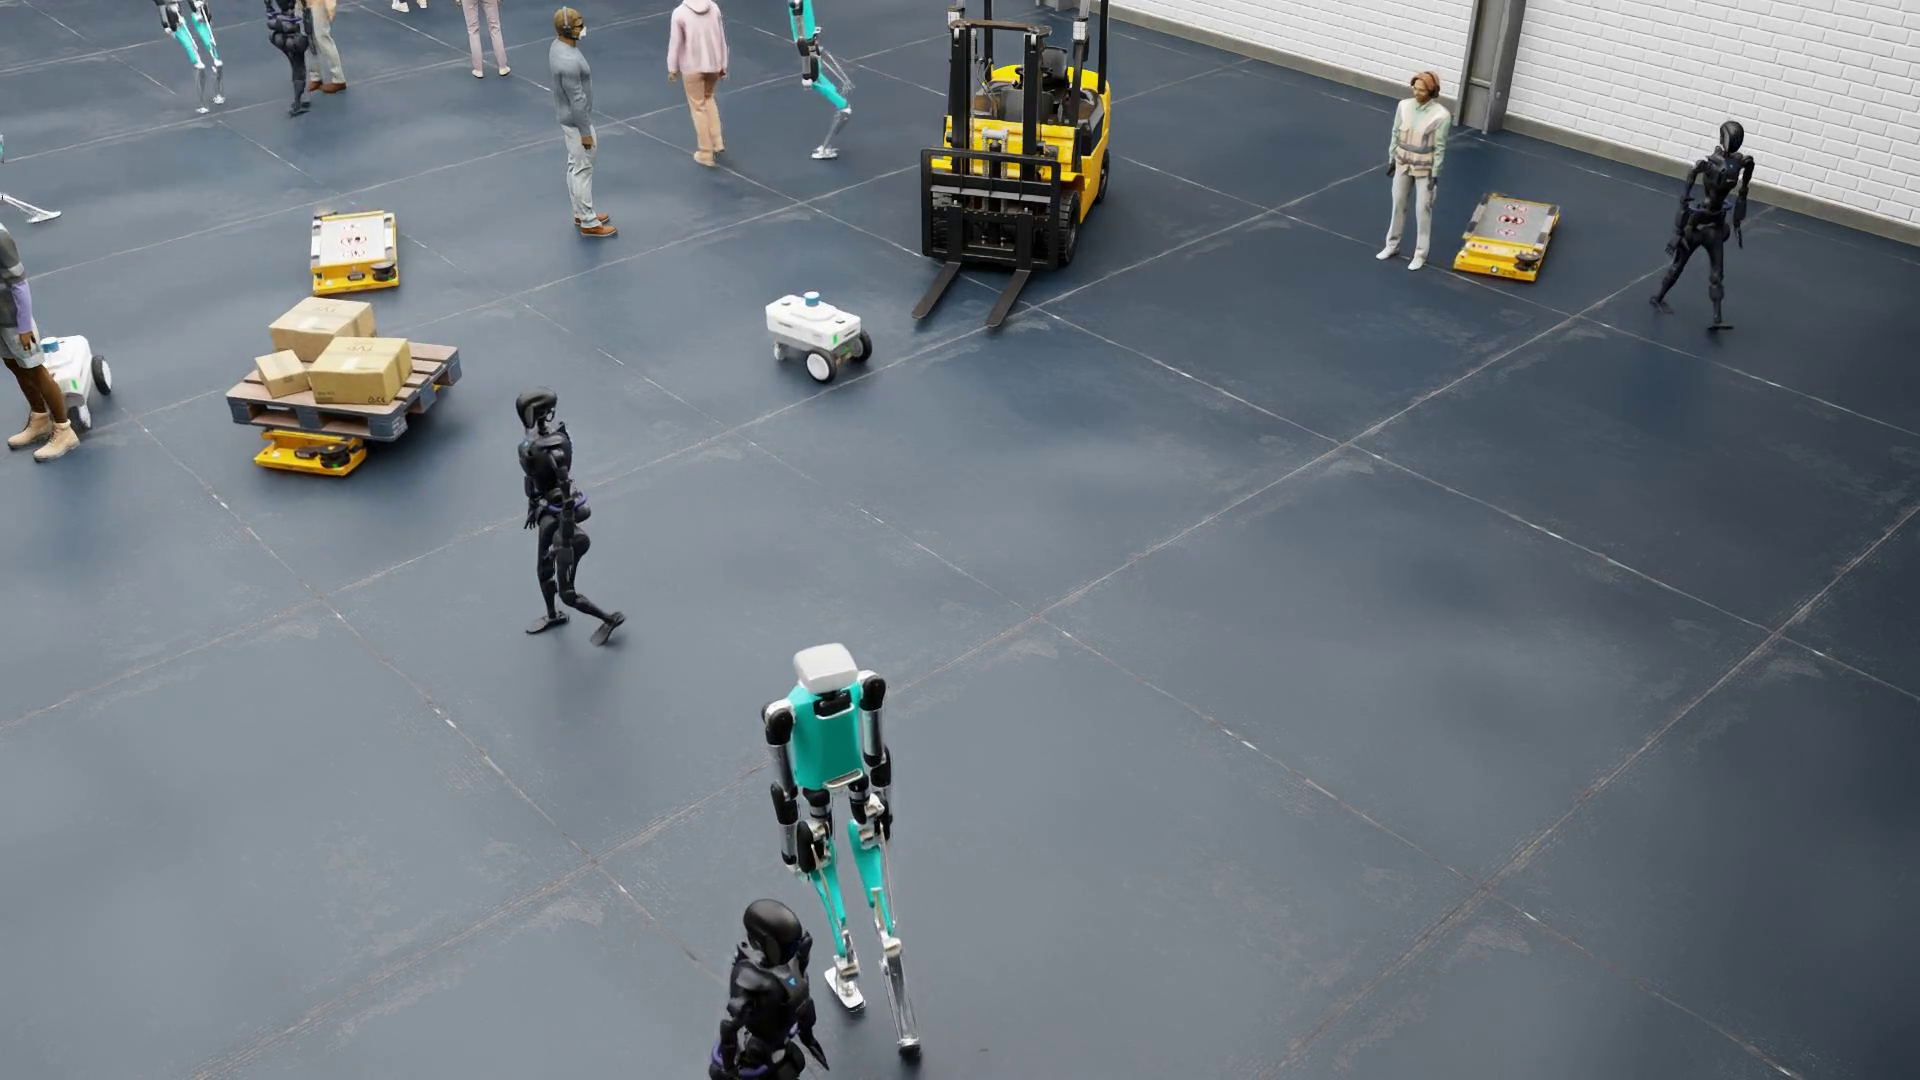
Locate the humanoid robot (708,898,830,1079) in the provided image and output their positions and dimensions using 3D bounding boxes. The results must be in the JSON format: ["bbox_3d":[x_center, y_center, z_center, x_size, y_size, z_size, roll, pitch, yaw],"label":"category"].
[{"bbox_3d":[-0.670,1.927,5.946,0.709,1.624,0.608,14,36,21],"label":"humanoid robot"}]

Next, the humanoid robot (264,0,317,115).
[{"bbox_3d":[-6.787,-5.140,16.788,0.596,1.640,0.364,15,36,21],"label":"humanoid robot"}]

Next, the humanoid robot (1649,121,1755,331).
[{"bbox_3d":[5.667,-2.380,12.579,0.594,1.624,0.796,-7,34,-10],"label":"humanoid robot"}]

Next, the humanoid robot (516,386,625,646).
[{"bbox_3d":[-2.180,-0.134,9.108,0.469,1.635,0.585,-21,39,-29],"label":"humanoid robot"}]

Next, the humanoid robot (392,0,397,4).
[{"bbox_3d":[-6.941,-7.409,20.322,0.547,1.874,0.742,6,33,9],"label":"humanoid robot"}]

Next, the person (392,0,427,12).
[{"bbox_3d":[-6.736,-7.311,19.941,0.814,1.870,0.399,-26,41,-34],"label":"person"}]

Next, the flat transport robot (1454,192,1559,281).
[{"bbox_3d":[4.670,-2.594,14.159,0.659,0.231,1.431,14,35,20],"label":"flat transport robot"}]

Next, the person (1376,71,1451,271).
[{"bbox_3d":[3.712,-3.019,13.566,0.315,1.630,0.507,-27,42,-35],"label":"person"}]

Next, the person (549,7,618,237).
[{"bbox_3d":[-3.220,-3.528,14.067,0.373,1.939,0.629,-12,35,-17],"label":"person"}]

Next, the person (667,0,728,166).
[{"bbox_3d":[-2.449,-4.398,15.562,0.534,1.758,0.512,-27,41,-34],"label":"person"}]

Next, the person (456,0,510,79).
[{"bbox_3d":[-5.149,-5.836,17.767,0.524,1.772,0.305,-9,34,-14],"label":"person"}]

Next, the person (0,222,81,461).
[{"bbox_3d":[-6.242,-1.466,10.803,0.610,2.041,0.391,22,39,30],"label":"person"}]

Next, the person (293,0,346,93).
[{"bbox_3d":[-6.787,-5.610,17.340,0.638,1.865,0.398,10,34,15],"label":"person"}]

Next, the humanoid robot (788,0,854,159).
[{"bbox_3d":[-1.253,-4.456,15.640,0.710,1.756,0.531,1,33,1],"label":"humanoid robot"}]

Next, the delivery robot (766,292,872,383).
[{"bbox_3d":[-1.067,-1.541,12.271,0.730,0.585,0.518,21,39,29],"label":"delivery robot"}]

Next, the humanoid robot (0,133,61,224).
[{"bbox_3d":[-8.441,-3.395,14.092,1.039,1.771,0.548,-15,36,-22],"label":"humanoid robot"}]

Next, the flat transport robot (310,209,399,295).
[{"bbox_3d":[-5.062,-2.437,13.919,0.659,0.231,1.431,-9,34,-14],"label":"flat transport robot"}]

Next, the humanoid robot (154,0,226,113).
[{"bbox_3d":[-7.774,-5.255,16.924,0.814,1.800,0.531,26,41,34],"label":"humanoid robot"}]

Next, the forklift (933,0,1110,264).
[{"bbox_3d":[0.570,-3.725,14.138,1.214,2.155,2.313,9,34,13],"label":"forklift"}]

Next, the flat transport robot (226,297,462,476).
[{"bbox_3d":[-4.209,-0.891,11.542,0.659,0.231,1.431,7,34,11],"label":"flat transport robot"}]

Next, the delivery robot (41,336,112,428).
[{"bbox_3d":[-6.300,-1.136,11.665,0.499,0.603,0.803,-10,34,-15],"label":"delivery robot"}]

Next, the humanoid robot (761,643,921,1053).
[{"bbox_3d":[-0.387,1.361,6.801,0.533,1.867,0.850,-19,38,-27],"label":"humanoid robot"}]
